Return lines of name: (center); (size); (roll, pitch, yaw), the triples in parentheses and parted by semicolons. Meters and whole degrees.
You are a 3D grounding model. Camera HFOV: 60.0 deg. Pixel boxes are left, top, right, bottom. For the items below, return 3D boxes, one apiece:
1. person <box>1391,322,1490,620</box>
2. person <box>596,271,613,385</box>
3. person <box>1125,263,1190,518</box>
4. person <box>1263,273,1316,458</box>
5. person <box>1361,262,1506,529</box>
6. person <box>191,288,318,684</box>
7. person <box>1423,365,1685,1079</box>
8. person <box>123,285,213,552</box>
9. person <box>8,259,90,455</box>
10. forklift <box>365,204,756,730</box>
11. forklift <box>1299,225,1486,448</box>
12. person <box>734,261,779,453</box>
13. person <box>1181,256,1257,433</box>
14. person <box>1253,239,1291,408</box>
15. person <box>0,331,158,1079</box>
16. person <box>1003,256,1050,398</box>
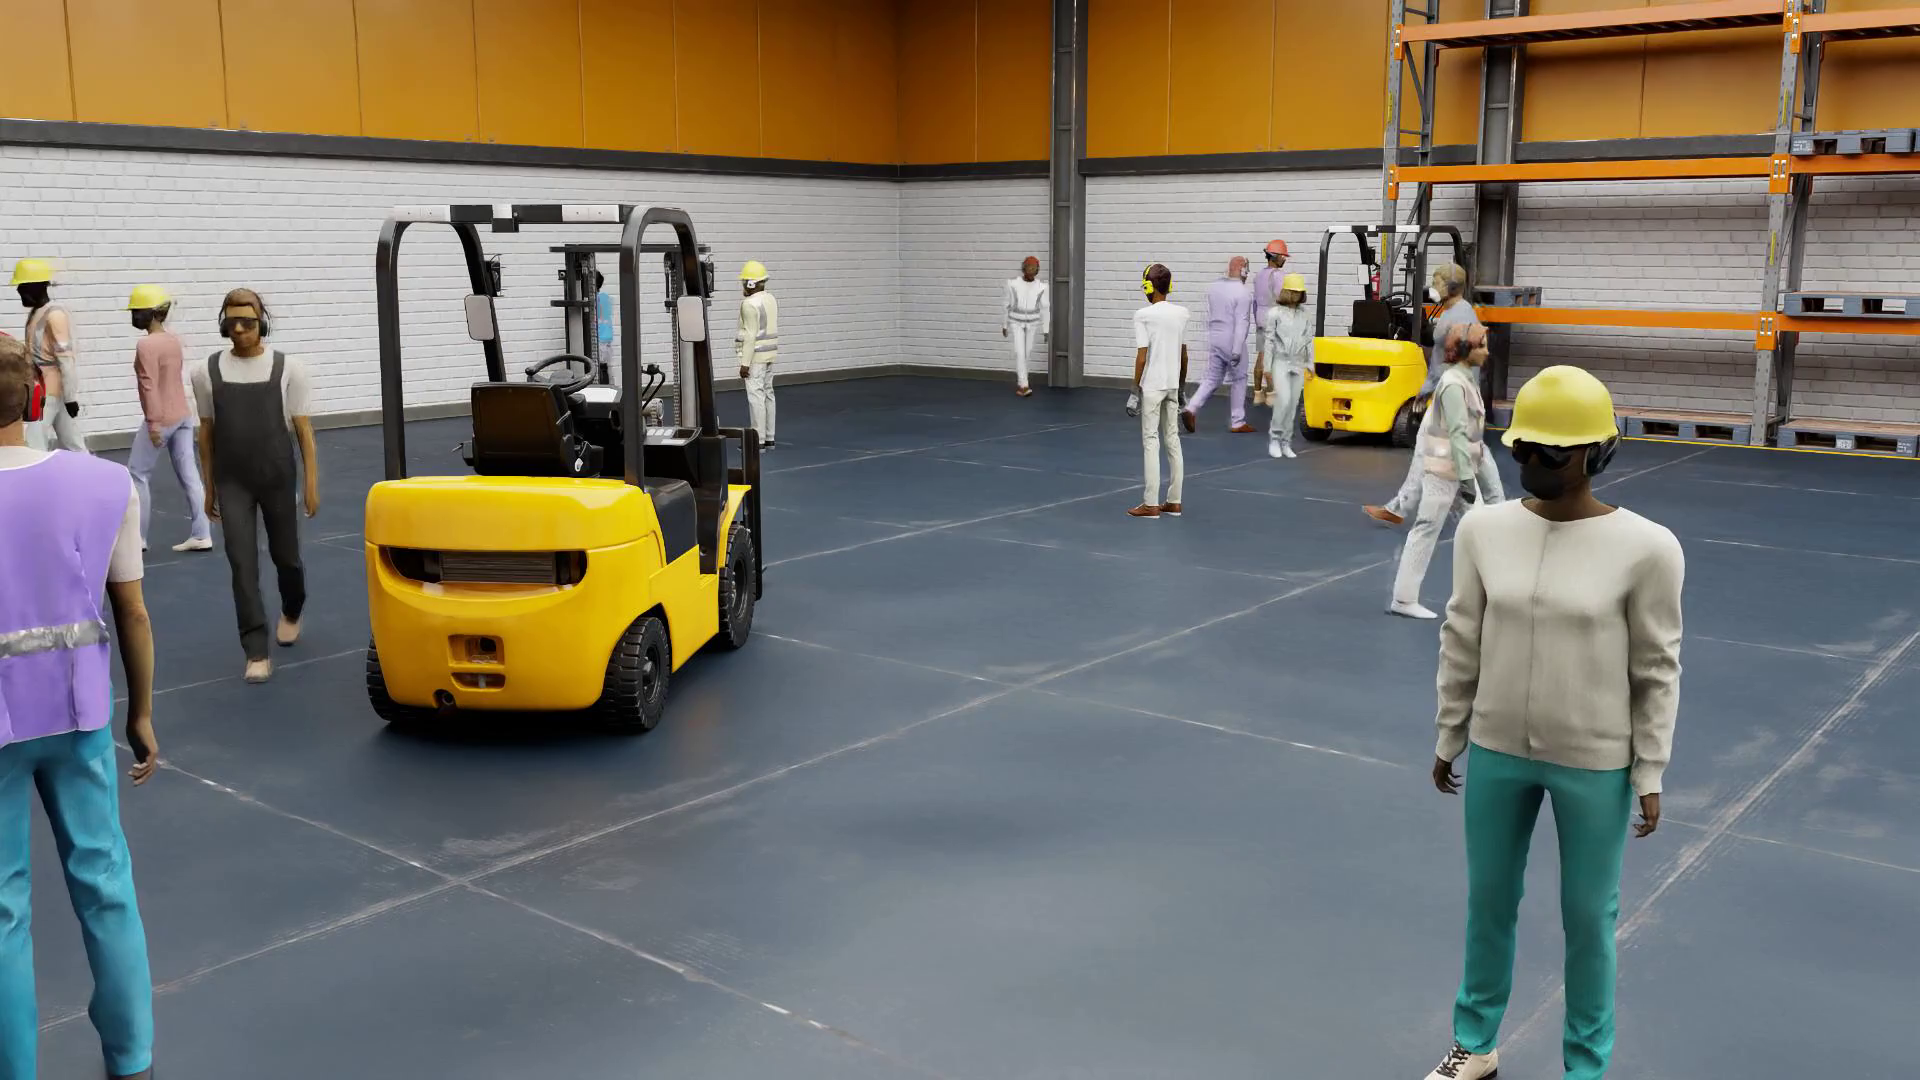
person: (2.704, -0.342, 8.801); (0.834, 1.592, 0.548); (5, 11, 25)
person: (-4.296, -2.371, 19.833); (0.361, 1.684, 0.612); (1, 10, 6)
person: (1.448, -1.089, 12.226); (0.521, 1.865, 0.327); (-6, 12, -31)
person: (3.090, -1.613, 15.522); (0.487, 1.729, 0.450); (-4, 11, -23)
person: (3.420, -0.996, 11.676); (1.039, 1.884, 0.652); (3, 11, 15)
person: (-3.336, -0.288, 7.925); (0.515, 1.822, 0.843); (-3, 11, -16)
person: (1.322, 0.489, 3.758); (0.532, 1.765, 0.328); (8, 13, 38)
person: (-5.263, -0.770, 10.771); (0.758, 1.737, 0.554); (0, 10, 1)
person: (-6.866, -1.117, 12.307); (0.906, 1.891, 0.601); (-7, 13, -35)
forklift: (-1.766, -0.406, 7.525); (1.214, 2.155, 2.313); (1, 10, 7)
forklift: (4.449, -2.115, 16.993); (1.214, 2.155, 2.313); (8, 13, 38)
person: (-1.962, -1.757, 16.004); (0.404, 1.836, 0.590); (3, 11, 17)
person: (2.748, -2.037, 17.457); (0.803, 1.872, 0.664); (-6, 12, -30)
person: (3.814, -2.636, 20.317); (0.394, 2.038, 0.605); (-4, 11, -21)
person: (-2.117, 0.445, 3.773); (0.573, 1.843, 0.376); (-10, 14, -44)
person: (0.868, -2.765, 21.636); (0.588, 1.812, 0.991); (-1, 10, -6)
